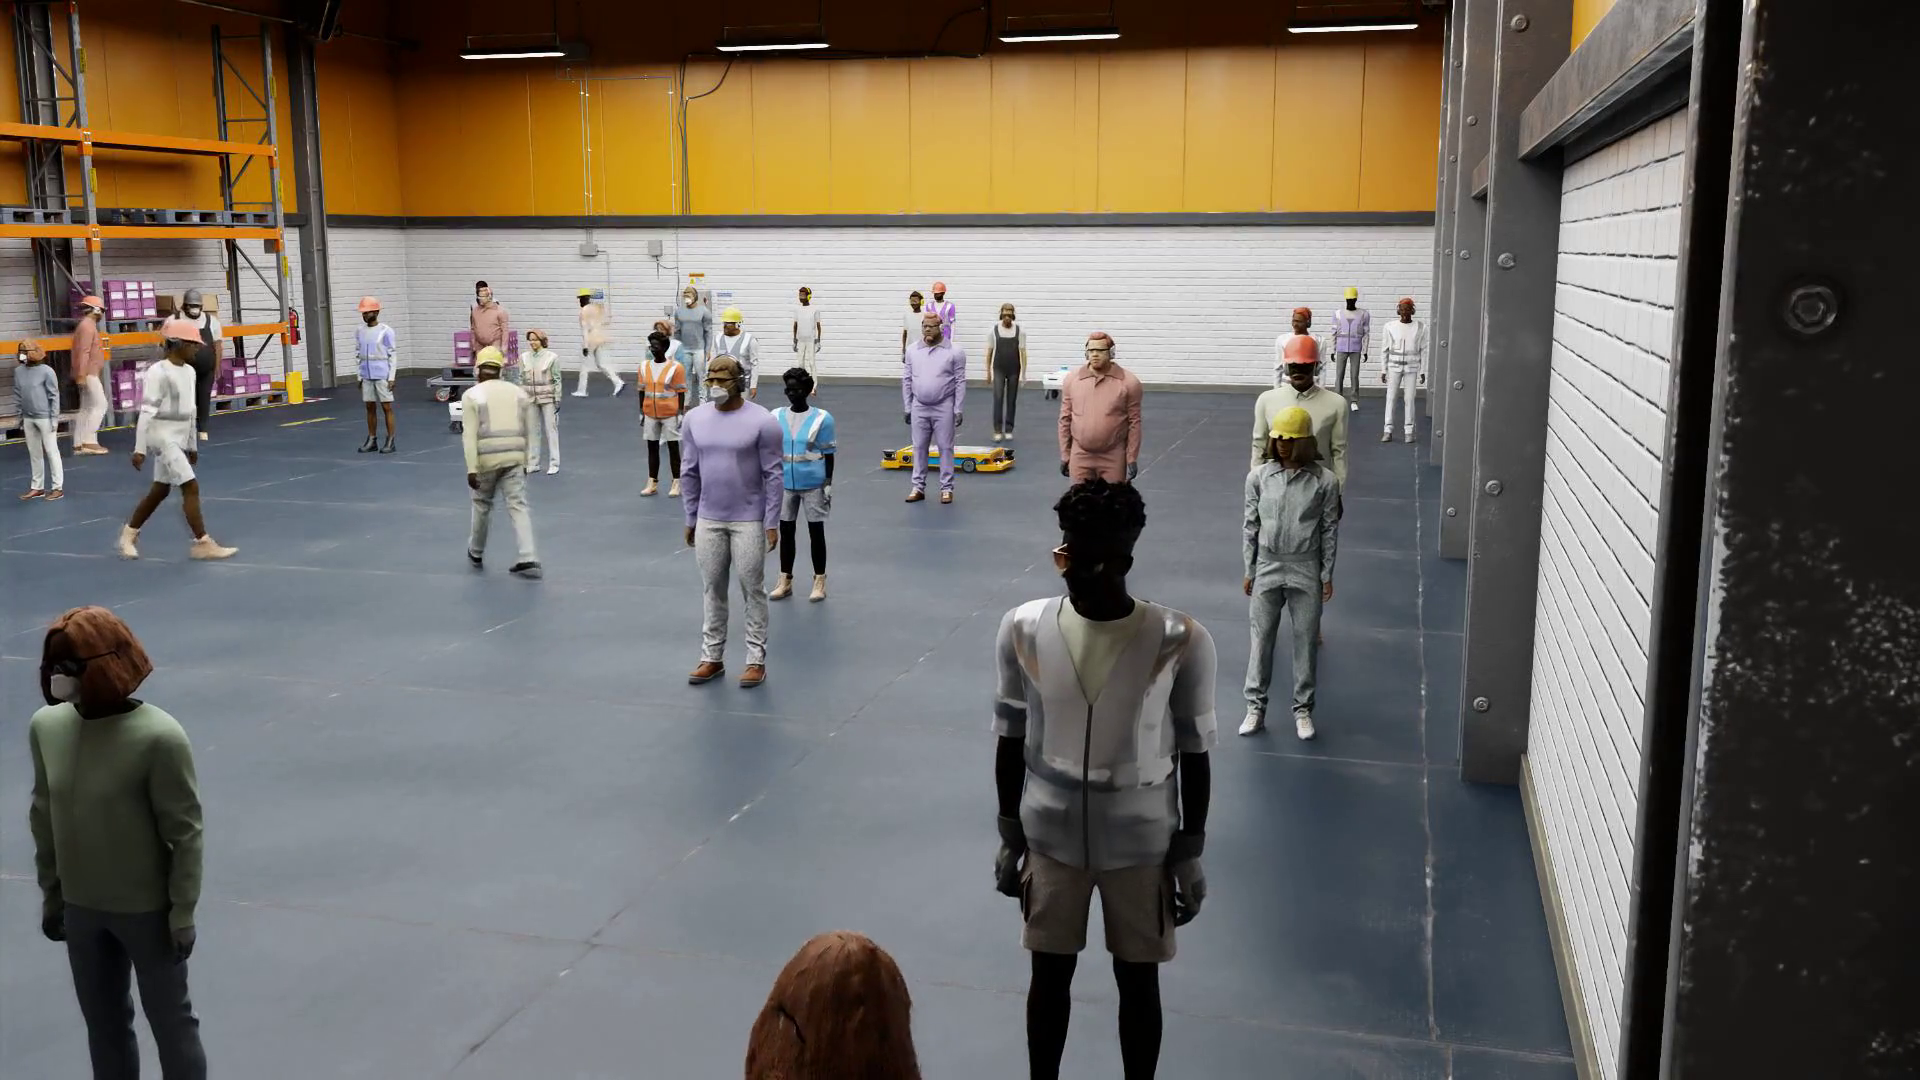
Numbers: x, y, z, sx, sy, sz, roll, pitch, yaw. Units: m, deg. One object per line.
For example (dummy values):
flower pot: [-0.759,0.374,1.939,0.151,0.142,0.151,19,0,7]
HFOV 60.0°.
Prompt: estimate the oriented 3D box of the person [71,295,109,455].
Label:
person: [-10.720,-2.026,20.486,0.581,1.944,0.645,-7,12,-34]

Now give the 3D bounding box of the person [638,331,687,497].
person: [-3.039,-1.279,16.962,0.536,1.696,0.322,3,10,16]

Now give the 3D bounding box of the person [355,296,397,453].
person: [-7.227,-2.033,20.552,0.547,1.938,0.379,3,10,16]

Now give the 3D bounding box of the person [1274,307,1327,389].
person: [3.789,-1.655,18.570,0.574,1.881,0.358,3,10,16]

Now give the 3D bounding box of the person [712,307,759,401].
person: [-2.718,-1.890,20.053,0.591,1.829,0.404,3,10,16]

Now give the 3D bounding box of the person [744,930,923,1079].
person: [-0.146,1.355,2.364,0.513,1.571,0.790,-7,12,-34]

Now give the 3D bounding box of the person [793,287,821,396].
person: [-2.622,-3.392,28.457,0.513,1.866,0.331,3,10,16]

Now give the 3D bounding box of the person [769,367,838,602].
person: [-1.144,-0.398,11.977,0.536,1.696,0.322,3,10,16]

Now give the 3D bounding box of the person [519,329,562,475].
person: [-4.701,-1.551,18.665,0.514,1.641,0.315,3,10,16]

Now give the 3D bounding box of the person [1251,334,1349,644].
person: [2.171,-0.318,10.680,0.612,1.994,0.394,3,10,16]

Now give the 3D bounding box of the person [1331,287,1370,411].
person: [6.068,-2.971,25.893,0.589,1.927,0.388,3,10,16]

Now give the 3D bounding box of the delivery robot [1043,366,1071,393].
delivery robot: [1.738,-2.656,27.728,0.707,0.478,0.477,7,12,36]

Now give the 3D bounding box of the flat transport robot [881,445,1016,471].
flat transport robot: [-0.128,-0.952,19.148,1.431,0.197,0.652,3,10,15]

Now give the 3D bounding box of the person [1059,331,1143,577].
person: [1.065,-0.645,12.783,0.642,1.909,0.399,3,10,16]

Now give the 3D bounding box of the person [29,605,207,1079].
person: [-2.222,0.971,4.400,0.501,1.633,0.282,3,10,16]

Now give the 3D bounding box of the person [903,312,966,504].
person: [-0.268,-1.310,16.548,0.642,1.909,0.399,3,10,16]

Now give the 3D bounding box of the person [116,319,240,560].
person: [-6.482,-0.801,13.503,0.999,1.982,0.655,-1,10,-4]

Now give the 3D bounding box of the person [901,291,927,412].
person: [-0.656,-2.891,25.603,0.513,1.872,0.331,3,10,16]

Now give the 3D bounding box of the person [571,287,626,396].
person: [-6.194,-3.364,28.283,0.899,1.882,0.633,3,11,19]

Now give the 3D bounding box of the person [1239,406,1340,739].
person: [1.705,0.173,8.621,0.487,1.741,0.313,3,10,16]

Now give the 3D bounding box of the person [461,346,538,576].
person: [-3.633,-0.617,12.997,0.636,1.764,0.947,-9,14,-43]

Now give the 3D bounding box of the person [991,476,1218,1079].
person: [0.375,0.795,4.464,0.608,1.963,0.370,3,10,16]

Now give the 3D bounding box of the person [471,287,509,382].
person: [-7.519,-3.072,26.535,0.642,1.905,0.399,3,10,16]

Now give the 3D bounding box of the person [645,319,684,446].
person: [-3.788,-2.013,21.337,0.522,1.628,0.377,3,10,14]

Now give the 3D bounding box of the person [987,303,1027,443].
person: [0.616,-2.174,21.721,0.512,1.807,0.768,-1,10,-4]

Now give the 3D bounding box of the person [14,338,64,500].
person: [-9.311,-1.218,16.797,0.501,1.633,0.282,3,10,16]

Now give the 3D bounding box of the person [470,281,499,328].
person: [-8.832,-3.864,30.983,0.590,1.917,0.395,3,10,16]

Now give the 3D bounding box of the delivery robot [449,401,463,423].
delivery robot: [-6.611,-1.773,22.729,0.707,0.478,0.477,3,10,15]

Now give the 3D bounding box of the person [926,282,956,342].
person: [-0.349,-3.564,29.235,0.547,1.934,0.376,3,10,16]

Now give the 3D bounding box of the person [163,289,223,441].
person: [-10.010,-2.302,21.787,0.696,2.000,0.556,-7,12,-34]

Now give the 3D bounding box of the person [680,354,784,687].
person: [-1.323,-0.111,9.670,0.628,1.939,0.375,3,10,16]

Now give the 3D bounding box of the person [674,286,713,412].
person: [-4.097,-2.918,25.564,0.628,1.939,0.375,3,10,16]

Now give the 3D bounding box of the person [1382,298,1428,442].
person: [5.794,-2.211,21.721,0.574,1.882,0.358,3,10,16]
